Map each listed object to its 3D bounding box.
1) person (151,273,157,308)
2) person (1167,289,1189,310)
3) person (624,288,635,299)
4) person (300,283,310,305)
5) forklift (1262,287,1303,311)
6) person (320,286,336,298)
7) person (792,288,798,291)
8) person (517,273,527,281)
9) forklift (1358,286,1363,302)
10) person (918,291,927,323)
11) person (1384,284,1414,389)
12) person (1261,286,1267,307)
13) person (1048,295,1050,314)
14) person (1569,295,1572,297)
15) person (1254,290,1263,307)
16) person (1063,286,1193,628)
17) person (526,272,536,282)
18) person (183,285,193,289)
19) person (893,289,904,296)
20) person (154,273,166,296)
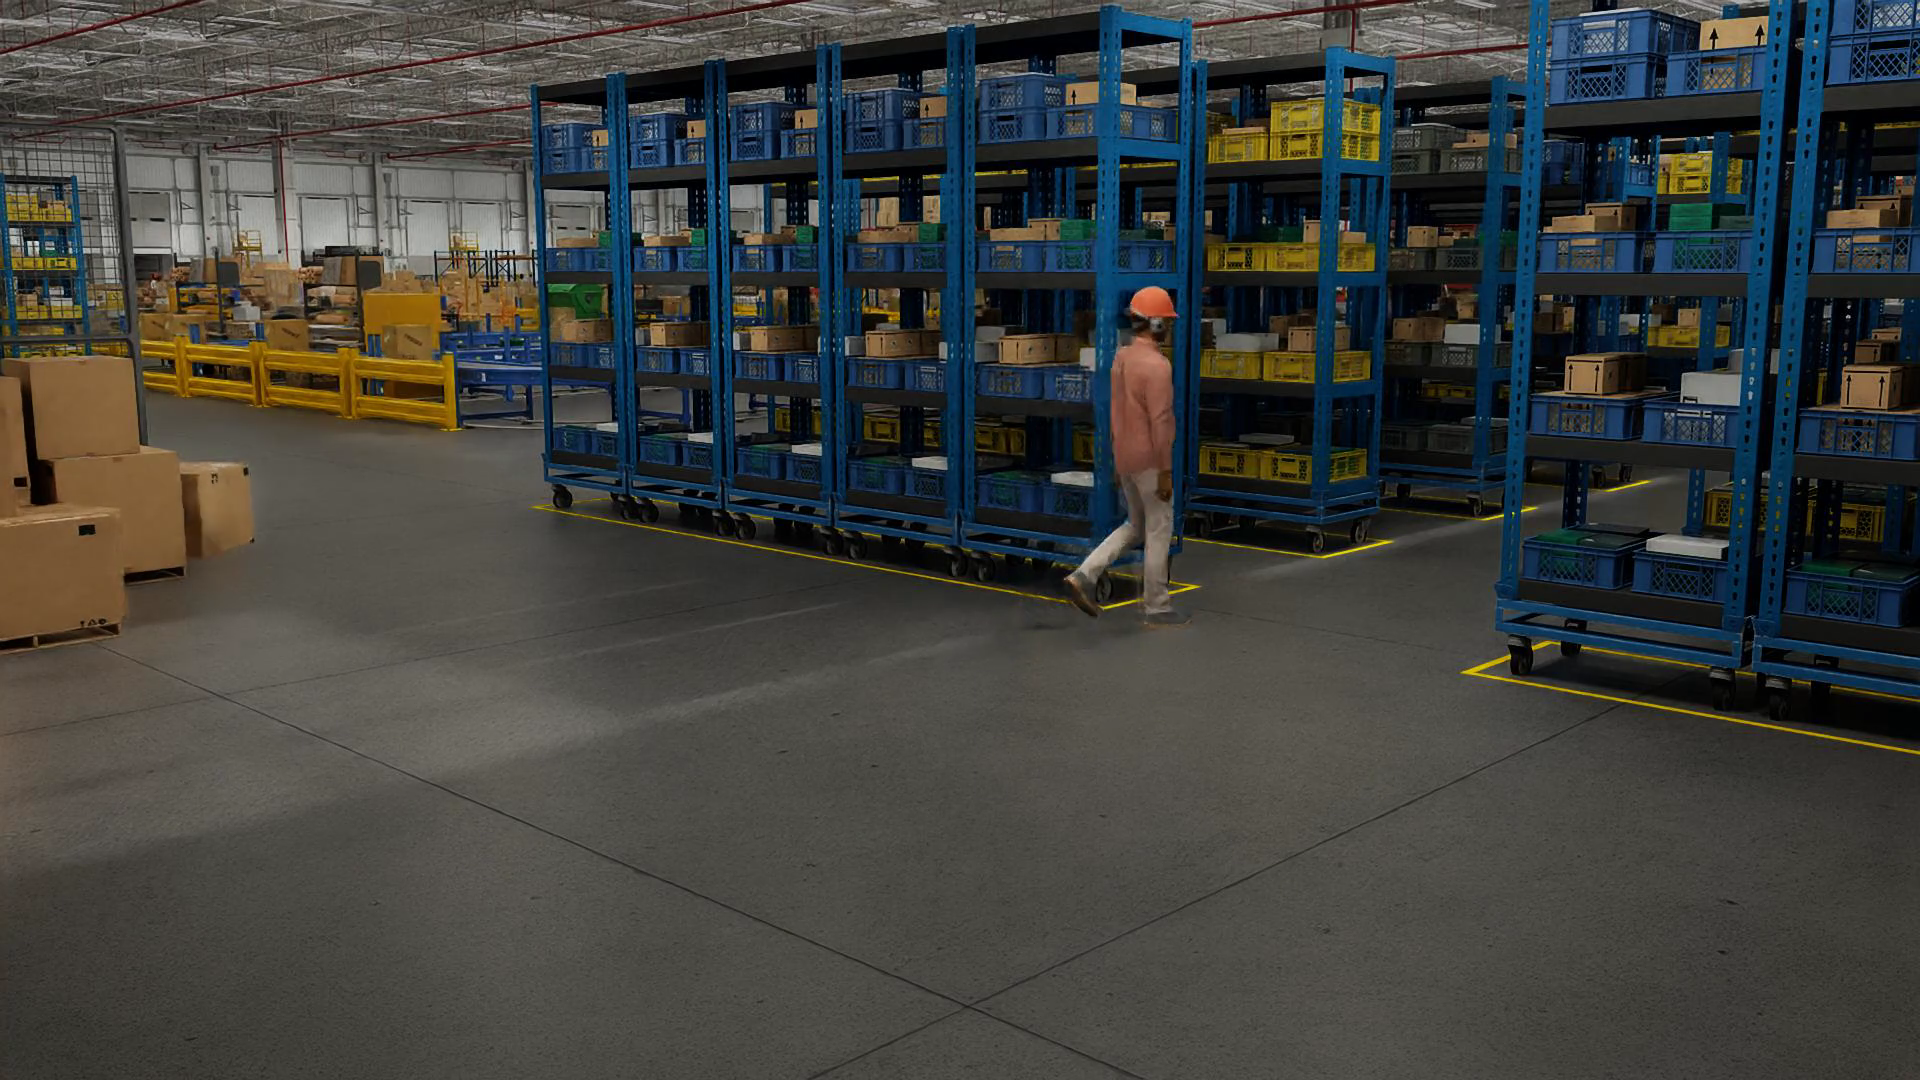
[{"bbox_3d":[-34.498,-10.490,71.354,0.361,1.879,0.579,-7,12,-39],"label":"person"},{"bbox_3d":[2.967,-2.665,23.529,0.773,1.815,0.613,-6,11,-34],"label":"person"},{"bbox_3d":[-12.527,-9.069,62.507,0.602,1.918,0.386,-1,9,-7],"label":"person"},{"bbox_3d":[-23.518,-8.588,59.542,0.735,1.920,0.558,-3,10,-19],"label":"person"},{"bbox_3d":[10.769,-8.203,54.240,1.129,2.768,1.873,8,12,42],"label":"forklift"},{"bbox_3d":[-17.985,-6.658,47.498,0.396,1.992,0.623,3,10,18],"label":"person"},{"bbox_3d":[-6.098,-8.754,61.581,0.898,1.584,0.503,5,11,29],"label":"person"},{"bbox_3d":[-21.430,-12.121,81.394,0.525,1.874,0.354,-4,10,-25],"label":"person"},{"bbox_3d":[11.100,-7.017,46.970,1.873,2.768,1.129,9,13,43],"label":"forklift"},{"bbox_3d":[-1.036,-5.627,41.709,0.403,1.817,0.602,-4,10,-23],"label":"person"},{"bbox_3d":[5.715,-2.414,21.413,0.967,2.000,0.642,6,11,34],"label":"person"},{"bbox_3d":[10.654,-8.420,59.043,0.532,1.738,0.665,6,11,33],"label":"person"},{"bbox_3d":[1.154,-2.627,23.607,0.916,1.721,0.542,-6,11,-33],"label":"person"},{"bbox_3d":[17.239,-6.455,47.043,0.886,1.714,0.546,8,12,39],"label":"person"},{"bbox_3d":[4.546,-3.059,26.098,0.611,1.791,0.926,7,12,38],"label":"person"},{"bbox_3d":[0.995,-0.454,9.502,0.658,1.976,0.621,-3,10,-18],"label":"person"},{"bbox_3d":[-25.003,-14.691,96.998,0.603,1.913,0.422,1,9,4],"label":"person"},{"bbox_3d":[-21.854,-6.516,46.943,0.976,1.873,0.589,-4,10,-22],"label":"person"},{"bbox_3d":[-2.106,-8.393,58.410,0.582,1.894,0.655,9,13,44],"label":"person"},{"bbox_3d":[-32.287,-9.825,67.118,0.562,1.918,0.427,4,10,25],"label":"person"}]
